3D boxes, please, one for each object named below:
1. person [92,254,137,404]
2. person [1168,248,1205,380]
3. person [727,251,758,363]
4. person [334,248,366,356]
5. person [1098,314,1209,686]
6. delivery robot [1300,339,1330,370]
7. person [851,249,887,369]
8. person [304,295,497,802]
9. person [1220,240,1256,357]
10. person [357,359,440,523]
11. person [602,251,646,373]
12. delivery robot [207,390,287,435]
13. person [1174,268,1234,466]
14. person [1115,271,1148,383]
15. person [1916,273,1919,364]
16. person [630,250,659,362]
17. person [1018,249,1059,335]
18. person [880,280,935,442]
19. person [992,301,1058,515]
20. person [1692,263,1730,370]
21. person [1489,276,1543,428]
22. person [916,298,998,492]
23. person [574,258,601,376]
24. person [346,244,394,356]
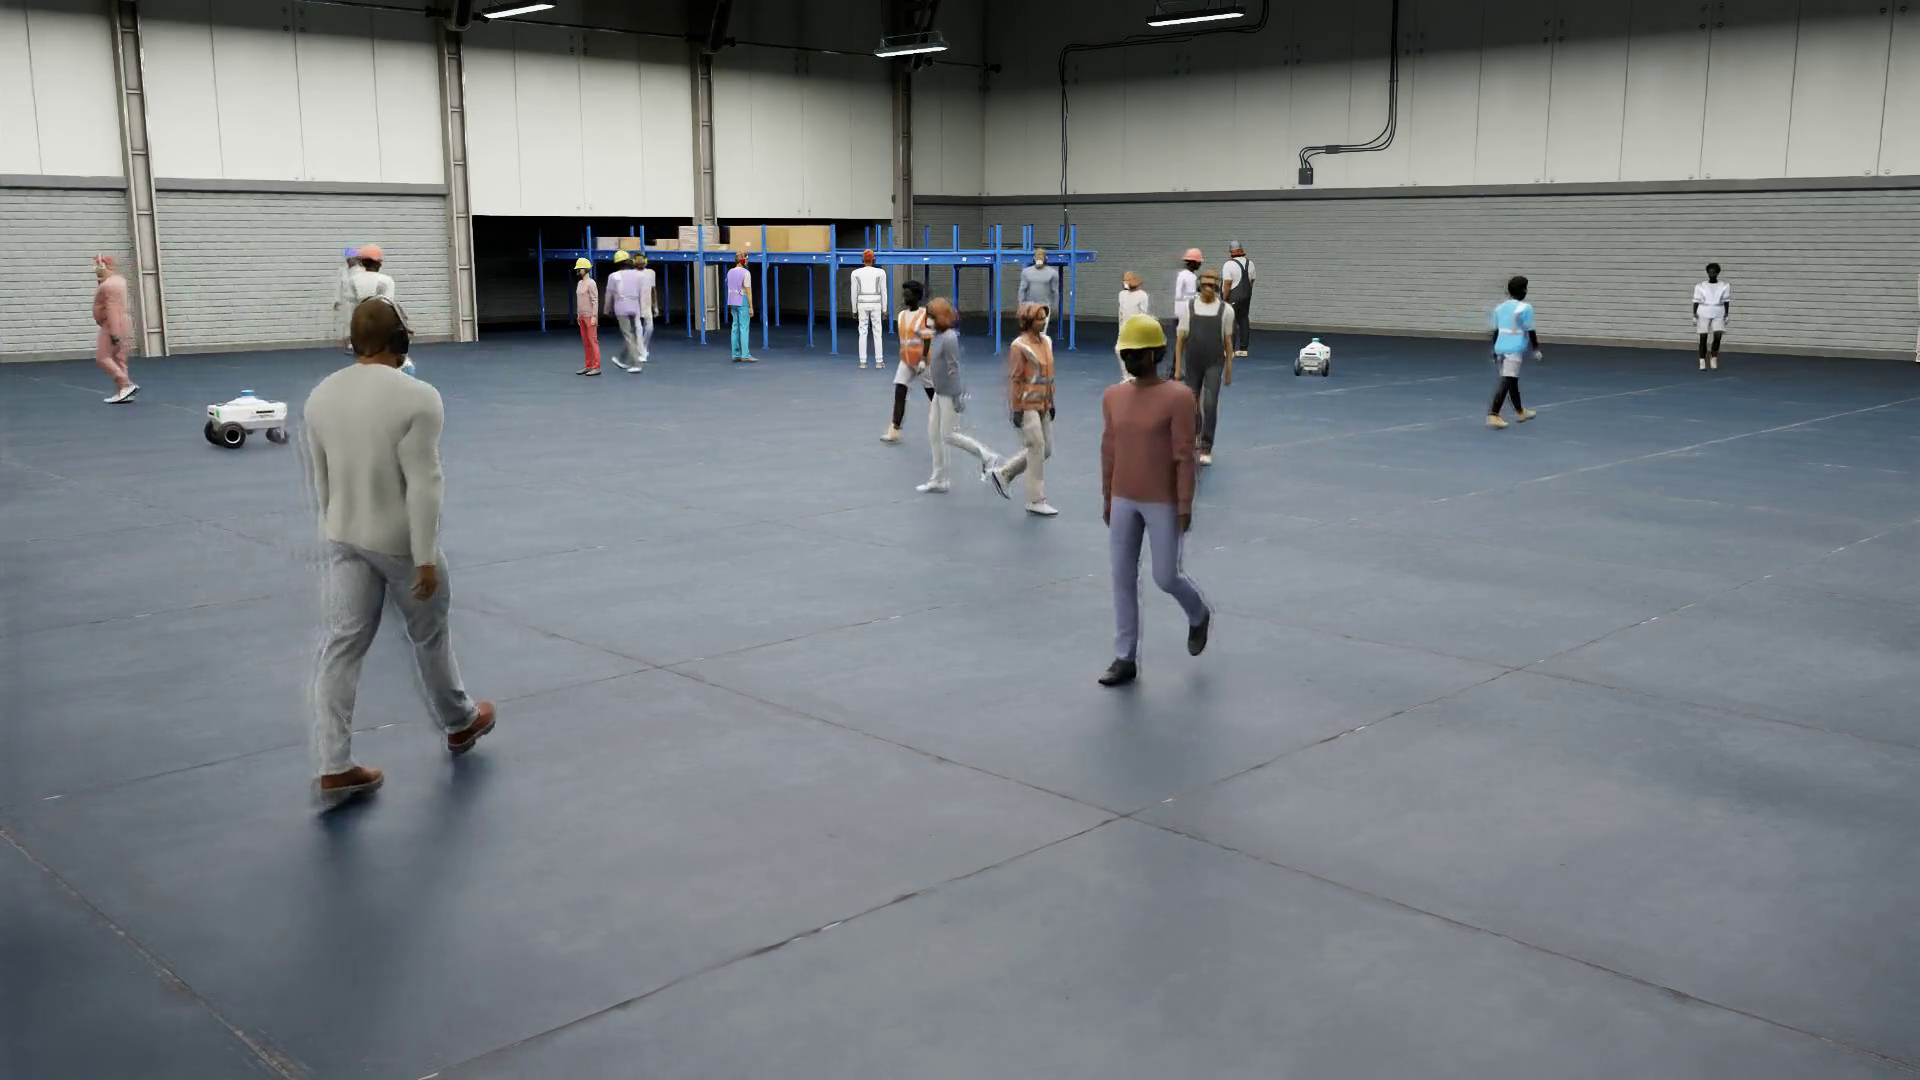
[{"bbox_3d":[-10.718,-2.659,20.978,0.427,1.880,0.641,-3,11,-16],"label":"person"},{"bbox_3d":[3.436,-3.306,24.405,0.823,1.905,0.571,-2,11,-9],"label":"person"},{"bbox_3d":[-3.674,-3.903,27.849,0.571,1.842,0.382,10,14,43],"label":"person"},{"bbox_3d":[-10.817,-4.268,29.728,0.608,1.899,1.021,3,11,18],"label":"person"},{"bbox_3d":[0.933,-0.206,7.951,0.525,1.755,0.607,8,13,39],"label":"person"},{"bbox_3d":[5.419,-2.831,25.380,0.477,0.478,0.707,4,11,23],"label":"delivery robot"},{"bbox_3d":[-1.443,-3.682,26.533,0.573,1.883,0.354,0,10,2],"label":"person"},{"bbox_3d":[-2.215,0.003,6.448,0.646,1.878,1.041,3,11,18],"label":"person"},{"bbox_3d":[4.791,-4.205,29.072,0.673,2.000,0.536,-7,12,-34],"label":"person"},{"bbox_3d":[-3.600,-0.633,10.640,0.522,1.616,0.650,6,12,31],"label":"person"},{"bbox_3d":[-5.245,-3.547,25.865,1.004,1.865,0.588,10,14,43],"label":"person"},{"bbox_3d":[-7.244,-1.278,16.912,0.707,0.478,0.477,-9,13,-39],"label":"delivery robot"},{"bbox_3d":[2.291,-1.640,15.592,0.540,1.822,0.695,2,11,13],"label":"person"},{"bbox_3d":[2.359,-2.894,22.947,0.523,1.609,0.468,9,14,42],"label":"person"},{"bbox_3d":[16.043,-3.842,27.338,0.407,1.910,0.639,-2,11,-8],"label":"person"},{"bbox_3d":[-5.352,-3.937,28.011,0.526,1.852,0.565,-4,11,-21],"label":"person"},{"bbox_3d":[1.295,-3.773,27.038,0.638,1.897,1.007,3,11,18],"label":"person"},{"bbox_3d":[-0.441,-1.856,17.194,0.528,1.655,0.864,9,13,39],"label":"person"},{"bbox_3d":[0.510,-1.016,12.708,0.551,1.618,0.520,6,12,31],"label":"person"},{"bbox_3d":[11.753,-3.491,26.051,0.550,1.675,0.583,4,11,21],"label":"person"},{"bbox_3d":[6.181,-2.074,18.378,0.841,1.661,0.552,-4,11,-19],"label":"person"},{"bbox_3d":[-0.028,-1.196,13.743,0.592,1.616,0.498,-3,11,-15],"label":"person"},{"bbox_3d":[-5.680,-3.388,25.250,0.320,1.767,0.534,-8,13,-38],"label":"person"},{"bbox_3d":[-7.131,-2.567,20.114,0.614,2.018,0.915,2,11,9],"label":"person"}]
